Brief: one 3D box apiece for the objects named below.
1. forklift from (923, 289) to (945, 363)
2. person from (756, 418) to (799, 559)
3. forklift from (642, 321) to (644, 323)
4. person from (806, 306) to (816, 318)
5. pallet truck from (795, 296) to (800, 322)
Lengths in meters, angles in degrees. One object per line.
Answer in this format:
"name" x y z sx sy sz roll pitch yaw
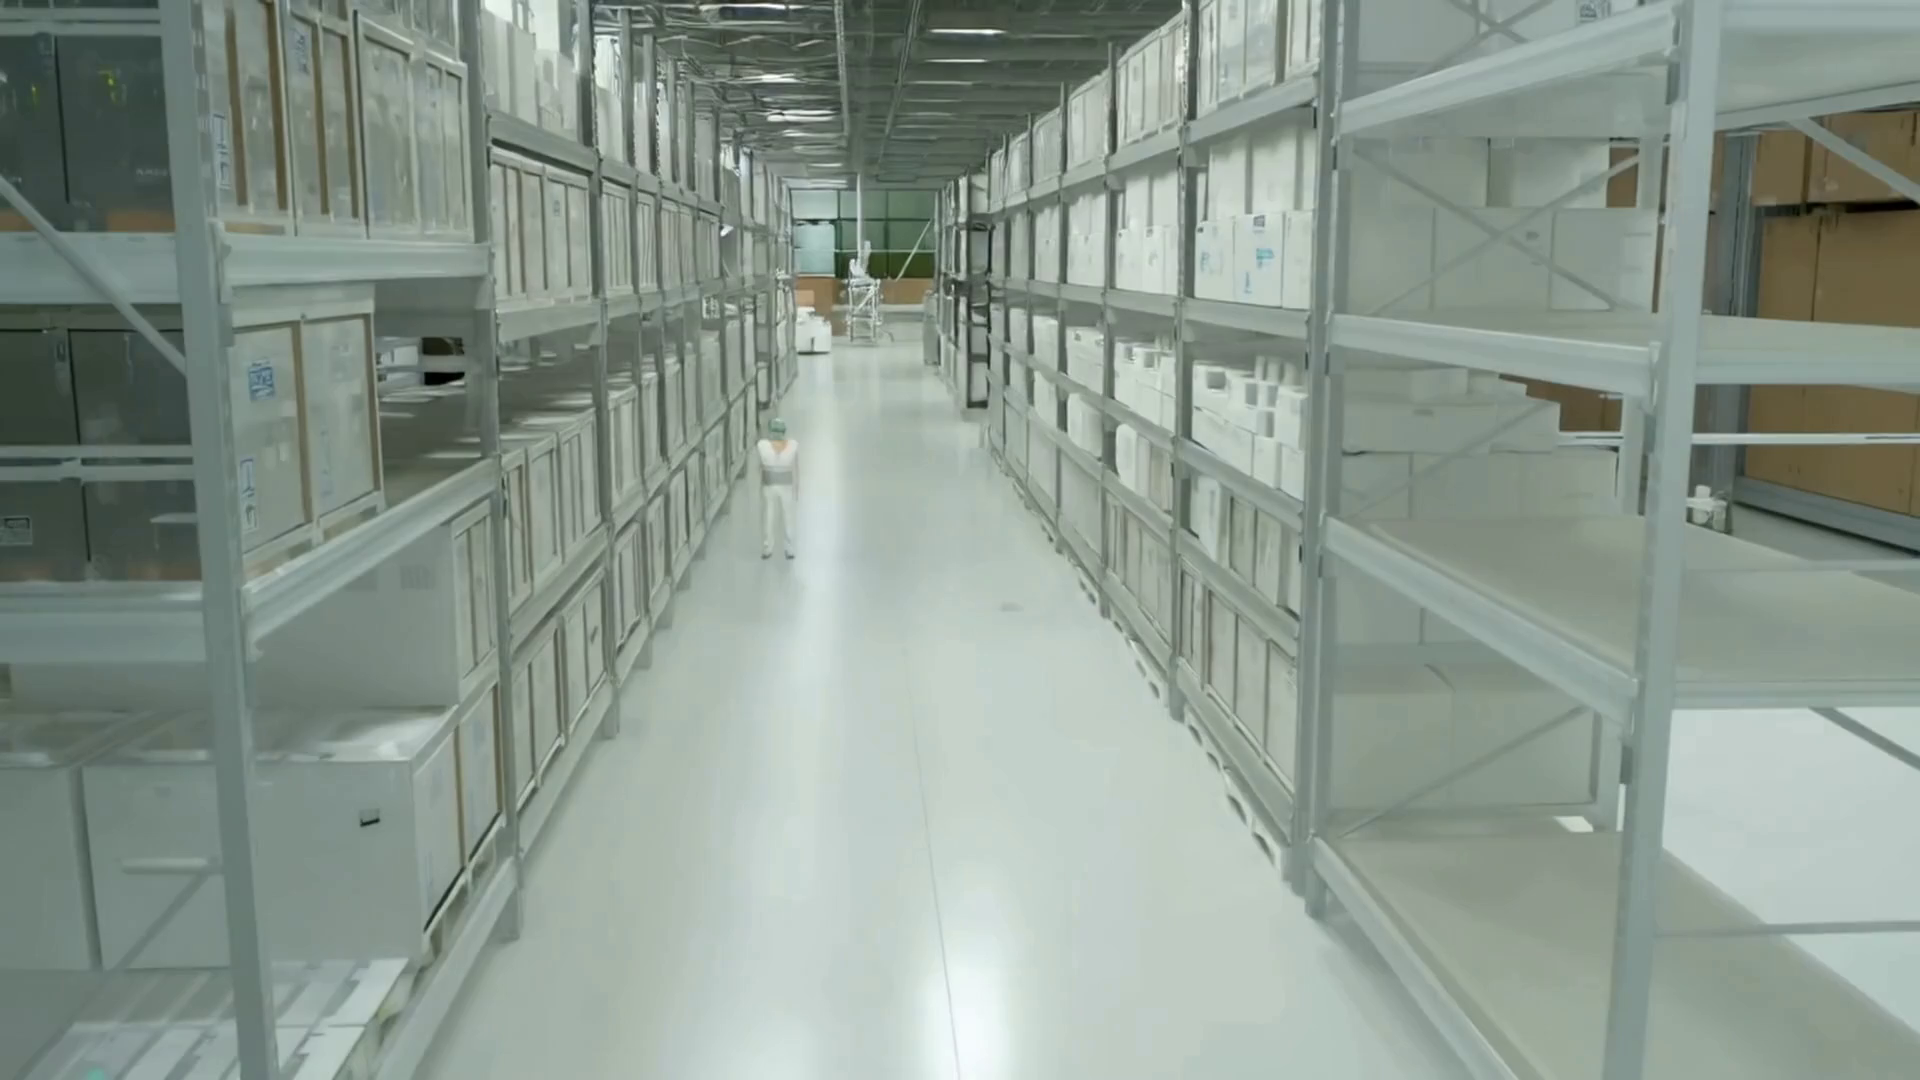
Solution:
"forklift" -0.831 -8.178 63.318 1.129 2.768 1.873 -1 10 -3
"person" -2.359 -0.672 21.567 0.565 1.846 0.390 -1 10 -6
"forklift" -9.560 -5.630 48.098 1.129 2.768 1.873 -1 10 -4
"person" -6.473 -9.283 72.777 0.542 1.928 0.399 9 13 41
"pallet truck" -8.622 -12.439 91.403 1.885 1.965 0.823 2 10 13
